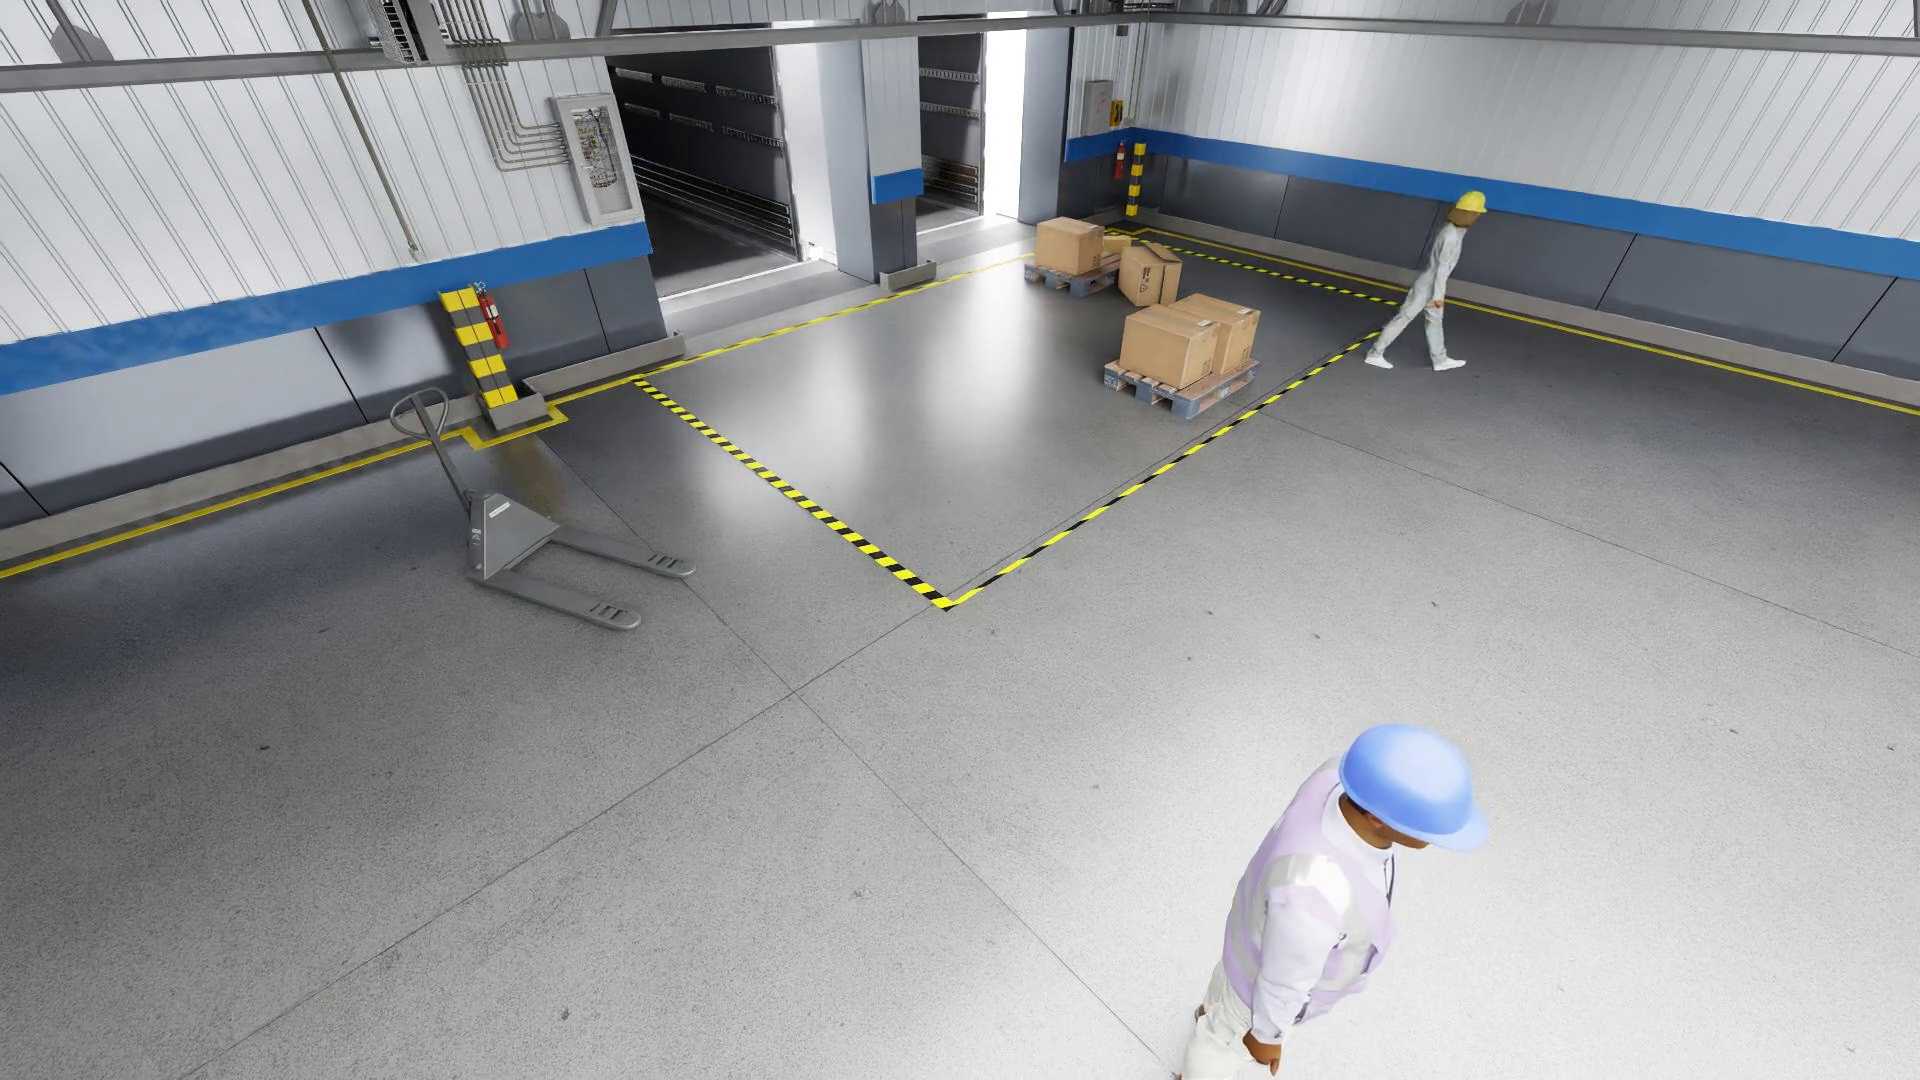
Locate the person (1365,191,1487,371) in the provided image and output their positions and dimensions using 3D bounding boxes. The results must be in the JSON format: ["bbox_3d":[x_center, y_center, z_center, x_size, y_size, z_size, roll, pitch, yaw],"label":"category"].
[{"bbox_3d":[4.617,-2.406,7.002,0.867,1.703,0.514,22,43,26],"label":"person"}]

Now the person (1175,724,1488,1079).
[{"bbox_3d":[0.968,1.197,2.144,0.384,1.949,0.603,23,43,27],"label":"person"}]

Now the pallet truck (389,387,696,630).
[{"bbox_3d":[-2.613,-0.247,4.593,1.601,1.201,0.680,14,40,17],"label":"pallet truck"}]
